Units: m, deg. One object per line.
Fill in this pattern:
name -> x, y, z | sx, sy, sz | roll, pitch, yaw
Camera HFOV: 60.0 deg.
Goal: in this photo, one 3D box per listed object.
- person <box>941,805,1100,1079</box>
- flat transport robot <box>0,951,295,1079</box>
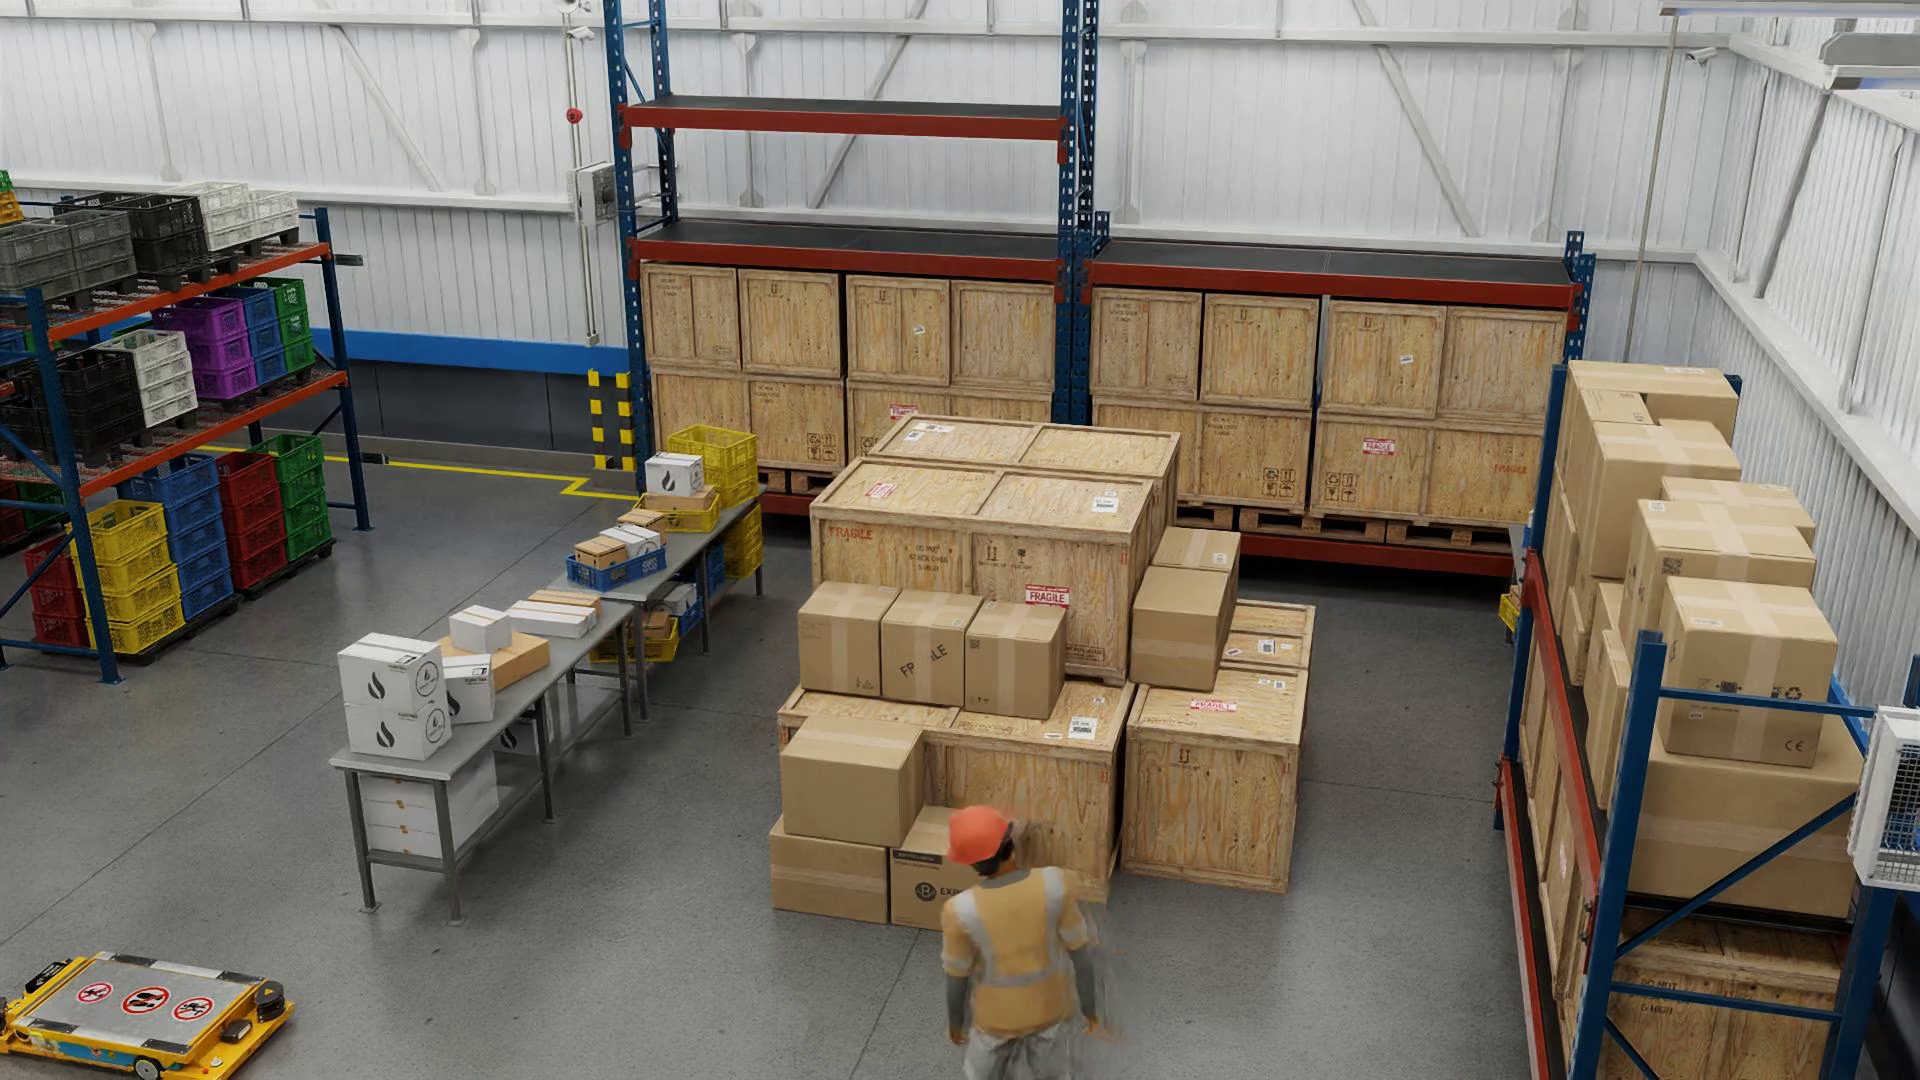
person -> 0.308, 2.051, 7.292 | 0.792, 1.996, 0.412 | -5, 21, -12
flat transport robot -> -4.270, 2.464, 8.601 | 1.431, 0.231, 0.659 | 5, 22, 13
